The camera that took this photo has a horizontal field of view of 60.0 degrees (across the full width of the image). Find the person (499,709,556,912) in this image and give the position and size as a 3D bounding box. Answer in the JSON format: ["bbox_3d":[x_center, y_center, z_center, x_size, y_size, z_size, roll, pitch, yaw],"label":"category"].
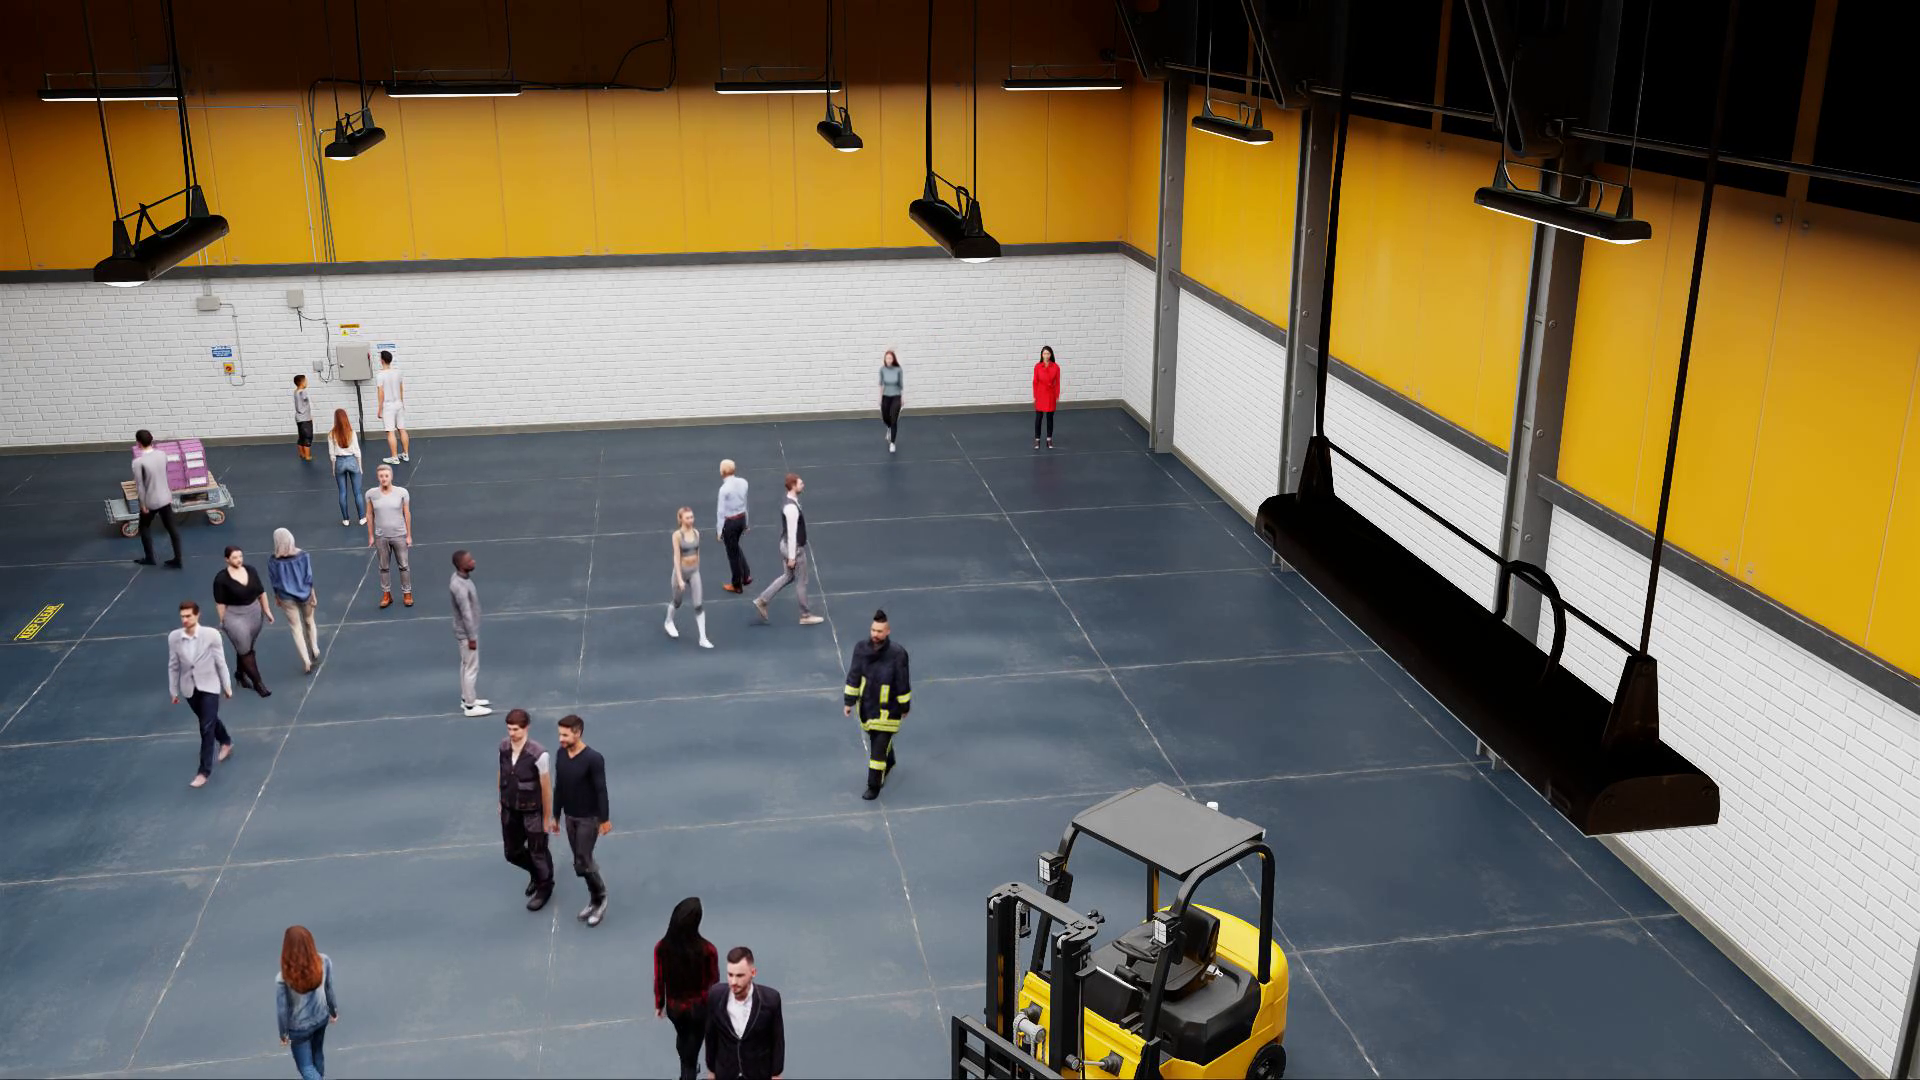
[{"bbox_3d":[-3.621,2.224,14.084,0.838,1.843,0.869,6,20,18],"label":"person"}]

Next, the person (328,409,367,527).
[{"bbox_3d":[-8.852,-1.059,24.013,0.575,1.727,0.509,-4,19,-12],"label":"person"}]

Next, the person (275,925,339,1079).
[{"bbox_3d":[-4.440,3.329,11.401,0.979,1.461,0.875,16,24,40],"label":"person"}]

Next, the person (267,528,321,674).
[{"bbox_3d":[-7.535,0.707,18.866,0.737,1.667,0.941,-7,20,-19],"label":"person"}]

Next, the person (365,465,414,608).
[{"bbox_3d":[-7.156,-0.069,20.905,0.695,1.836,0.557,-4,19,-12],"label":"person"}]

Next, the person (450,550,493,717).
[{"bbox_3d":[-5.293,0.978,17.802,0.785,1.831,0.527,-6,20,-18],"label":"person"}]

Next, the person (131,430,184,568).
[{"bbox_3d":[-10.642,-0.522,22.153,1.085,1.898,1.046,10,21,26],"label":"person"}]

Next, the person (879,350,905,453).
[{"bbox_3d":[-1.132,-2.348,27.846,0.725,1.725,0.932,2,19,5],"label":"person"}]

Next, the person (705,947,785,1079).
[{"bbox_3d":[-1.369,3.394,10.608,0.716,1.844,0.657,2,19,7],"label":"person"}]

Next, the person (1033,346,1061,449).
[{"bbox_3d":[1.443,-2.402,27.973,0.652,1.747,0.657,0,19,0],"label":"person"}]

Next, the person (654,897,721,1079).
[{"bbox_3d":[-1.863,3.264,11.336,0.754,1.626,0.972,2,19,6],"label":"person"}]

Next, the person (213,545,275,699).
[{"bbox_3d":[-7.945,0.871,18.291,1.103,1.722,1.058,11,22,30],"label":"person"}]

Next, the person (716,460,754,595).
[{"bbox_3d":[-2.831,-0.151,21.229,0.880,1.784,0.816,12,22,31],"label":"person"}]

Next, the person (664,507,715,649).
[{"bbox_3d":[-3.300,0.428,19.698,0.971,1.664,1.209,-15,24,-38],"label":"person"}]

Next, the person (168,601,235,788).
[{"bbox_3d":[-7.461,1.448,16.452,0.889,1.803,1.286,1,19,3],"label":"person"}]

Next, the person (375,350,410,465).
[{"bbox_3d":[-9.270,-2.173,27.124,0.819,1.853,0.729,10,21,28],"label":"person"}]

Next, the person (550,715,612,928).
[{"bbox_3d":[-3.090,2.282,13.894,0.760,1.854,0.819,11,22,30],"label":"person"}]

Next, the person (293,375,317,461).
[{"bbox_3d":[-10.851,-2.069,27.450,0.599,1.449,0.680,16,24,39],"label":"person"}]

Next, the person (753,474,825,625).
[{"bbox_3d":[-2.123,0.120,20.217,0.756,1.916,1.023,-4,19,-13],"label":"person"}]

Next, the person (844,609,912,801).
[{"bbox_3d":[-0.752,1.539,16.149,1.162,1.822,1.278,9,21,26],"label":"person"}]
